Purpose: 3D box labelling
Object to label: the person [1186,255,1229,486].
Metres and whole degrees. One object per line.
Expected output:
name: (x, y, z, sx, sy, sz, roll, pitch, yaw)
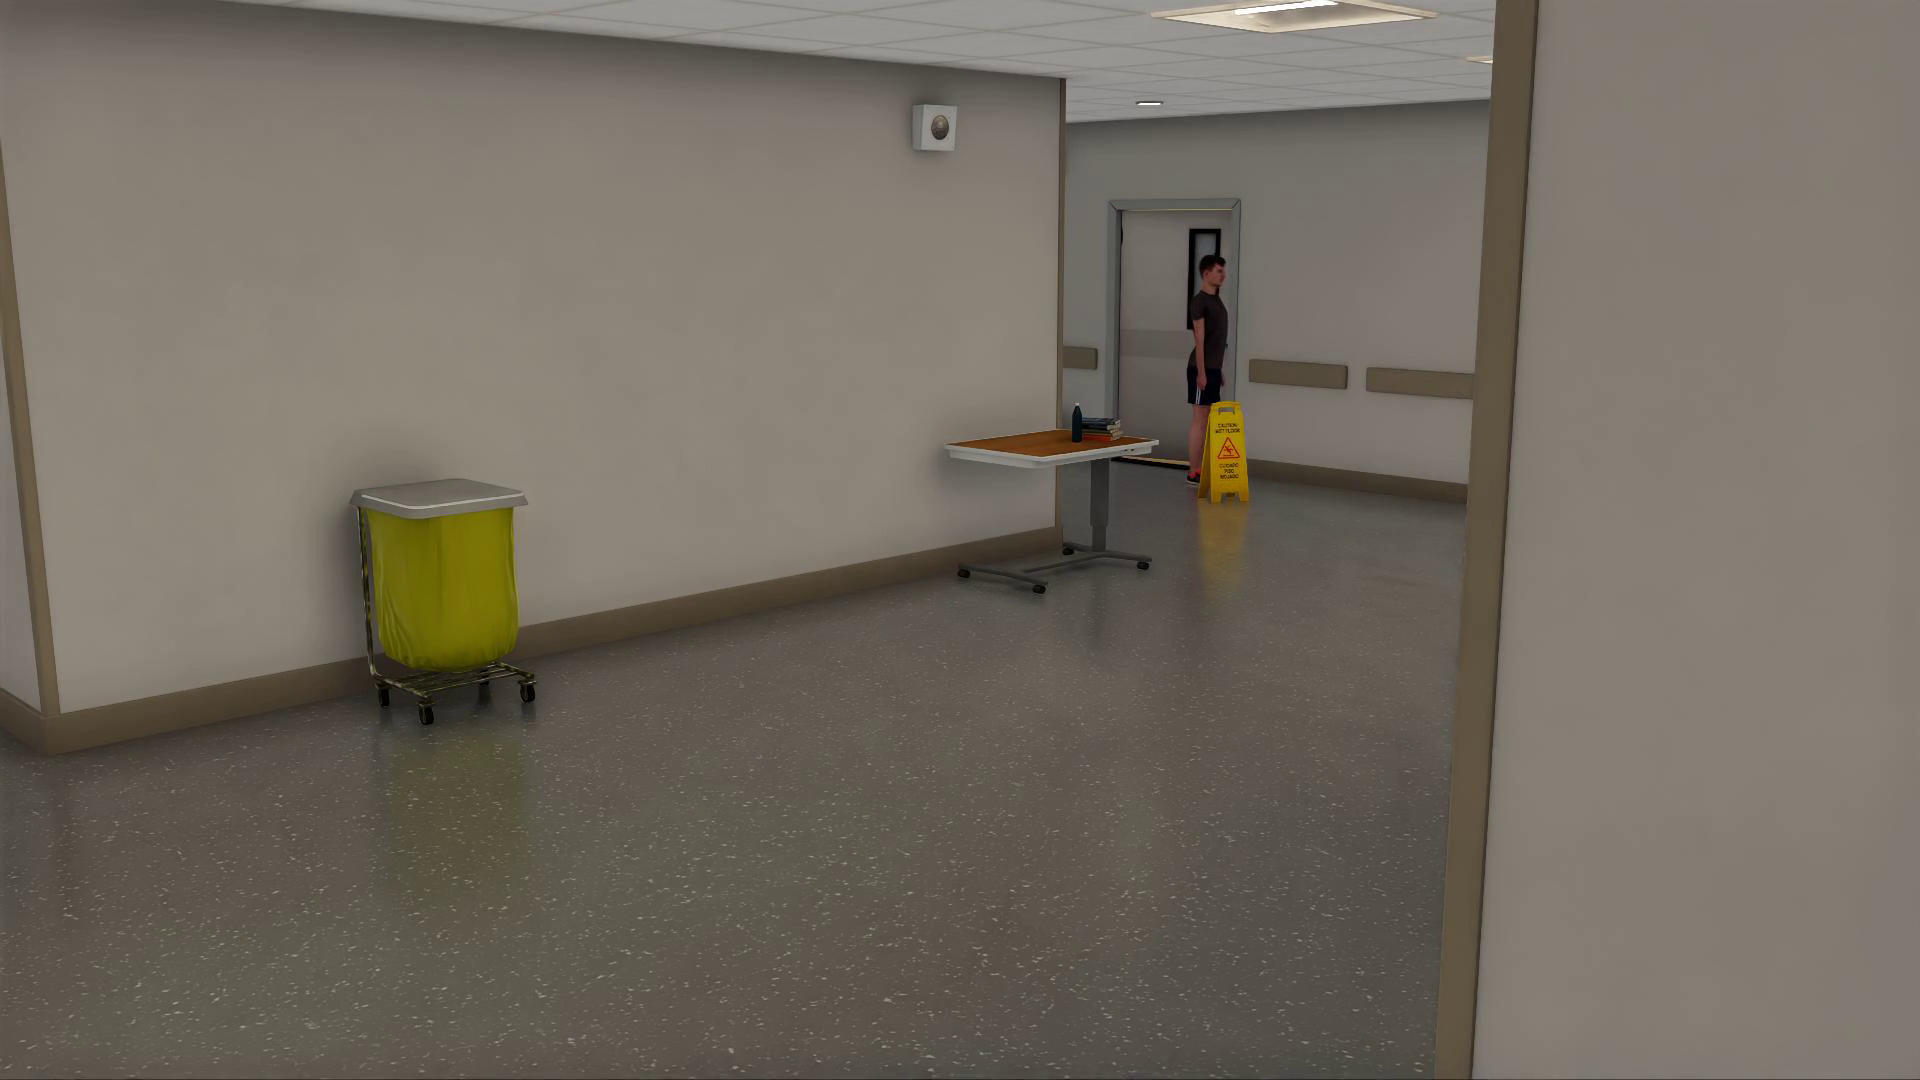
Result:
person: (2.004, -1.390, 13.568, 0.653, 1.858, 0.704, 6, 12, 27)
